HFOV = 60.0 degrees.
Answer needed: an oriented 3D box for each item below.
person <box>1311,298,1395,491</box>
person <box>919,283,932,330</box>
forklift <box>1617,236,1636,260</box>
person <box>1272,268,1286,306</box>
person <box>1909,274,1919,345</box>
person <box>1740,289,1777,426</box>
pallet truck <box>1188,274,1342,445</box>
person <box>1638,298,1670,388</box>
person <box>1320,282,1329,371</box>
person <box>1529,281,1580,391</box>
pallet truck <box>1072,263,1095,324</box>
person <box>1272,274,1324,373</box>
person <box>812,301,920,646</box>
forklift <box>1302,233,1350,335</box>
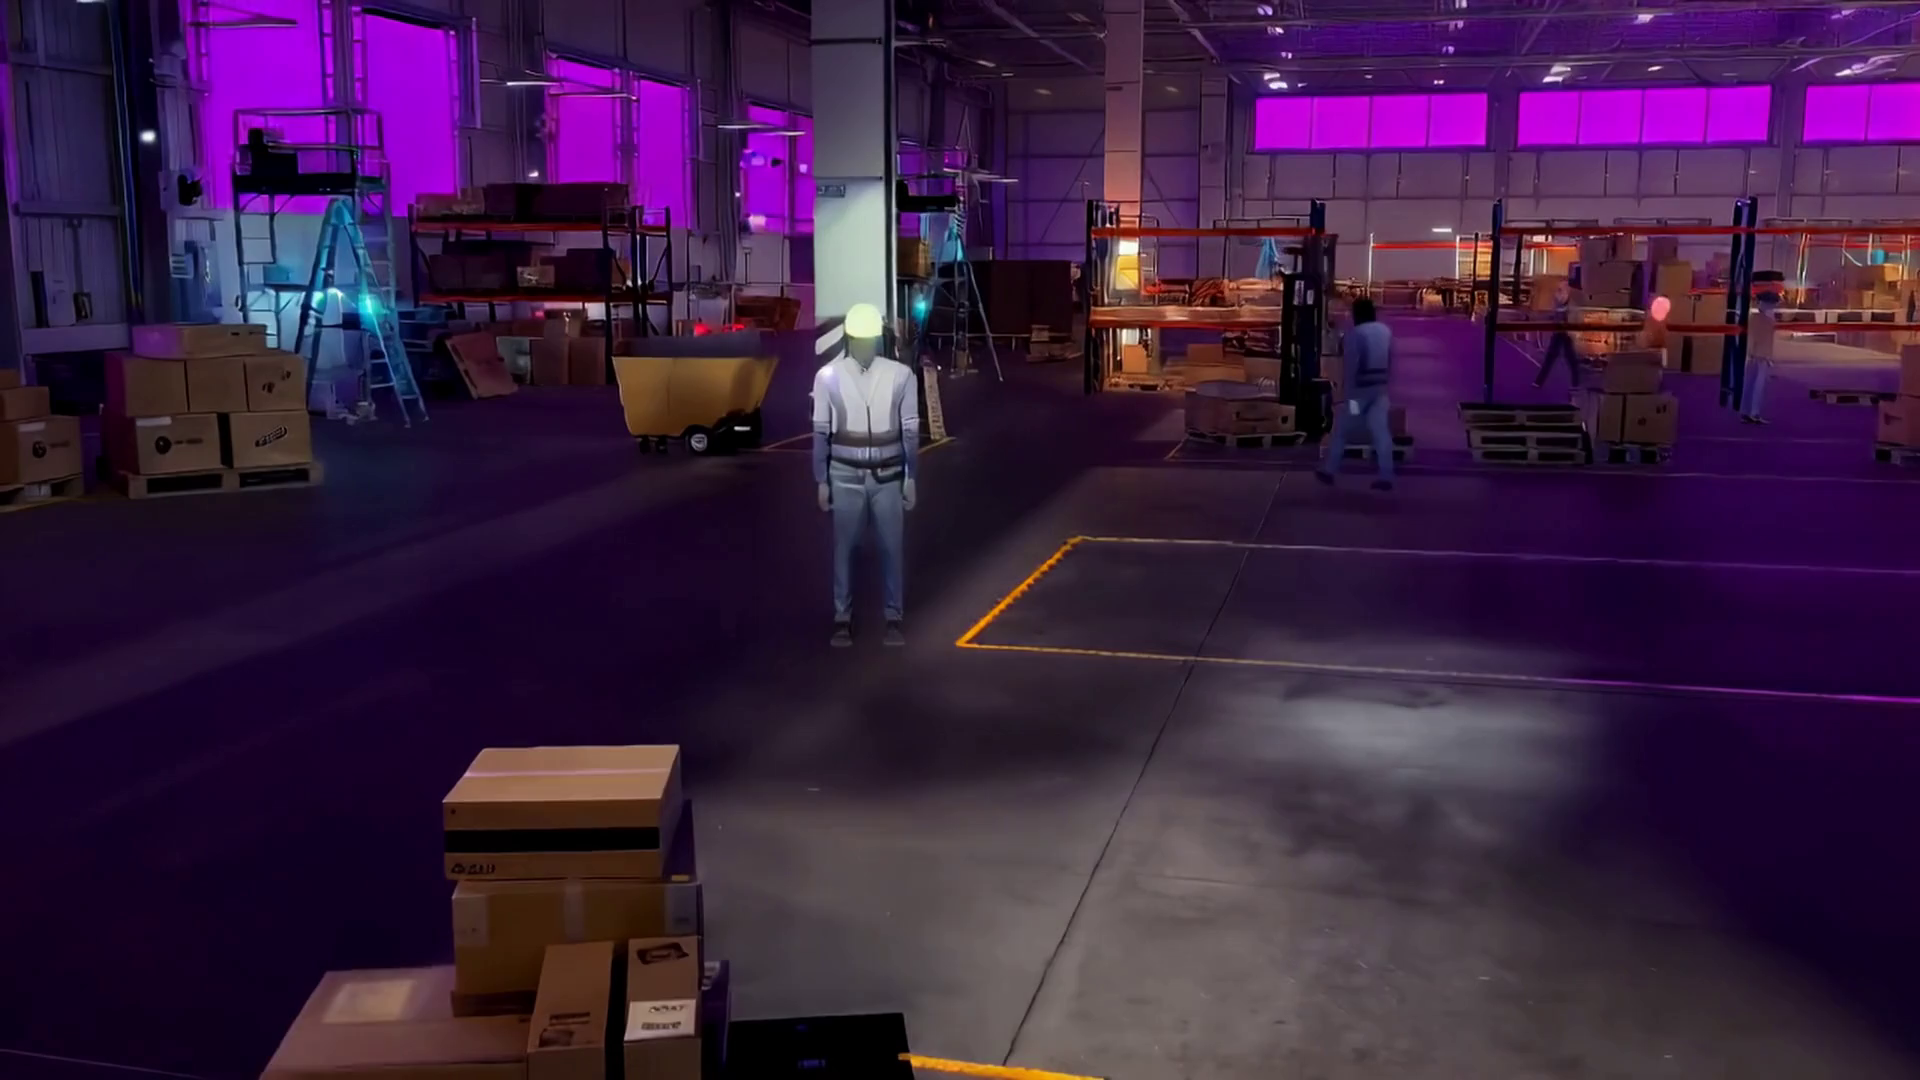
[{"bbox_3d":[3.784,-1.378,15.725,0.630,1.791,0.968,-5,11,-26],"label":"person"},{"bbox_3d":[-0.979,-7.309,50.254,0.544,1.928,0.393,-7,12,-35],"label":"person"},{"bbox_3d":[20.445,-7.957,51.256,1.873,2.768,1.129,5,11,29],"label":"forklift"},{"bbox_3d":[10.011,-7.559,51.893,0.574,1.868,0.554,5,11,26],"label":"person"},{"bbox_3d":[18.233,-4.106,31.460,0.405,1.910,0.592,-3,10,-17],"label":"person"},{"bbox_3d":[10.424,-2.377,21.667,0.525,1.772,0.304,-6,12,-34],"label":"person"},{"bbox_3d":[3.653,-2.138,19.590,1.885,1.965,0.823,-4,10,-20],"label":"pallet truck"},{"bbox_3d":[8.522,-2.122,20.404,0.375,1.684,0.549,-1,10,-6],"label":"person"},{"bbox_3d":[6.882,-4.115,31.997,0.484,1.737,0.321,-3,10,-17],"label":"person"},{"bbox_3d":[9.781,-3.312,27.117,1.005,1.788,0.514,-5,11,-28],"label":"person"},{"bbox_3d":[4.325,-8.180,55.162,0.823,1.965,1.885,6,11,31],"label":"pallet truck"},{"bbox_3d":[6.407,-4.046,31.213,1.019,1.866,0.638,0,10,0],"label":"person"},{"bbox_3d":[-0.524,-0.359,9.304,0.601,1.940,0.415,-1,10,-6],"label":"person"},{"bbox_3d":[9.694,-6.888,44.961,1.129,2.768,1.873,-2,10,-14],"label":"forklift"}]
